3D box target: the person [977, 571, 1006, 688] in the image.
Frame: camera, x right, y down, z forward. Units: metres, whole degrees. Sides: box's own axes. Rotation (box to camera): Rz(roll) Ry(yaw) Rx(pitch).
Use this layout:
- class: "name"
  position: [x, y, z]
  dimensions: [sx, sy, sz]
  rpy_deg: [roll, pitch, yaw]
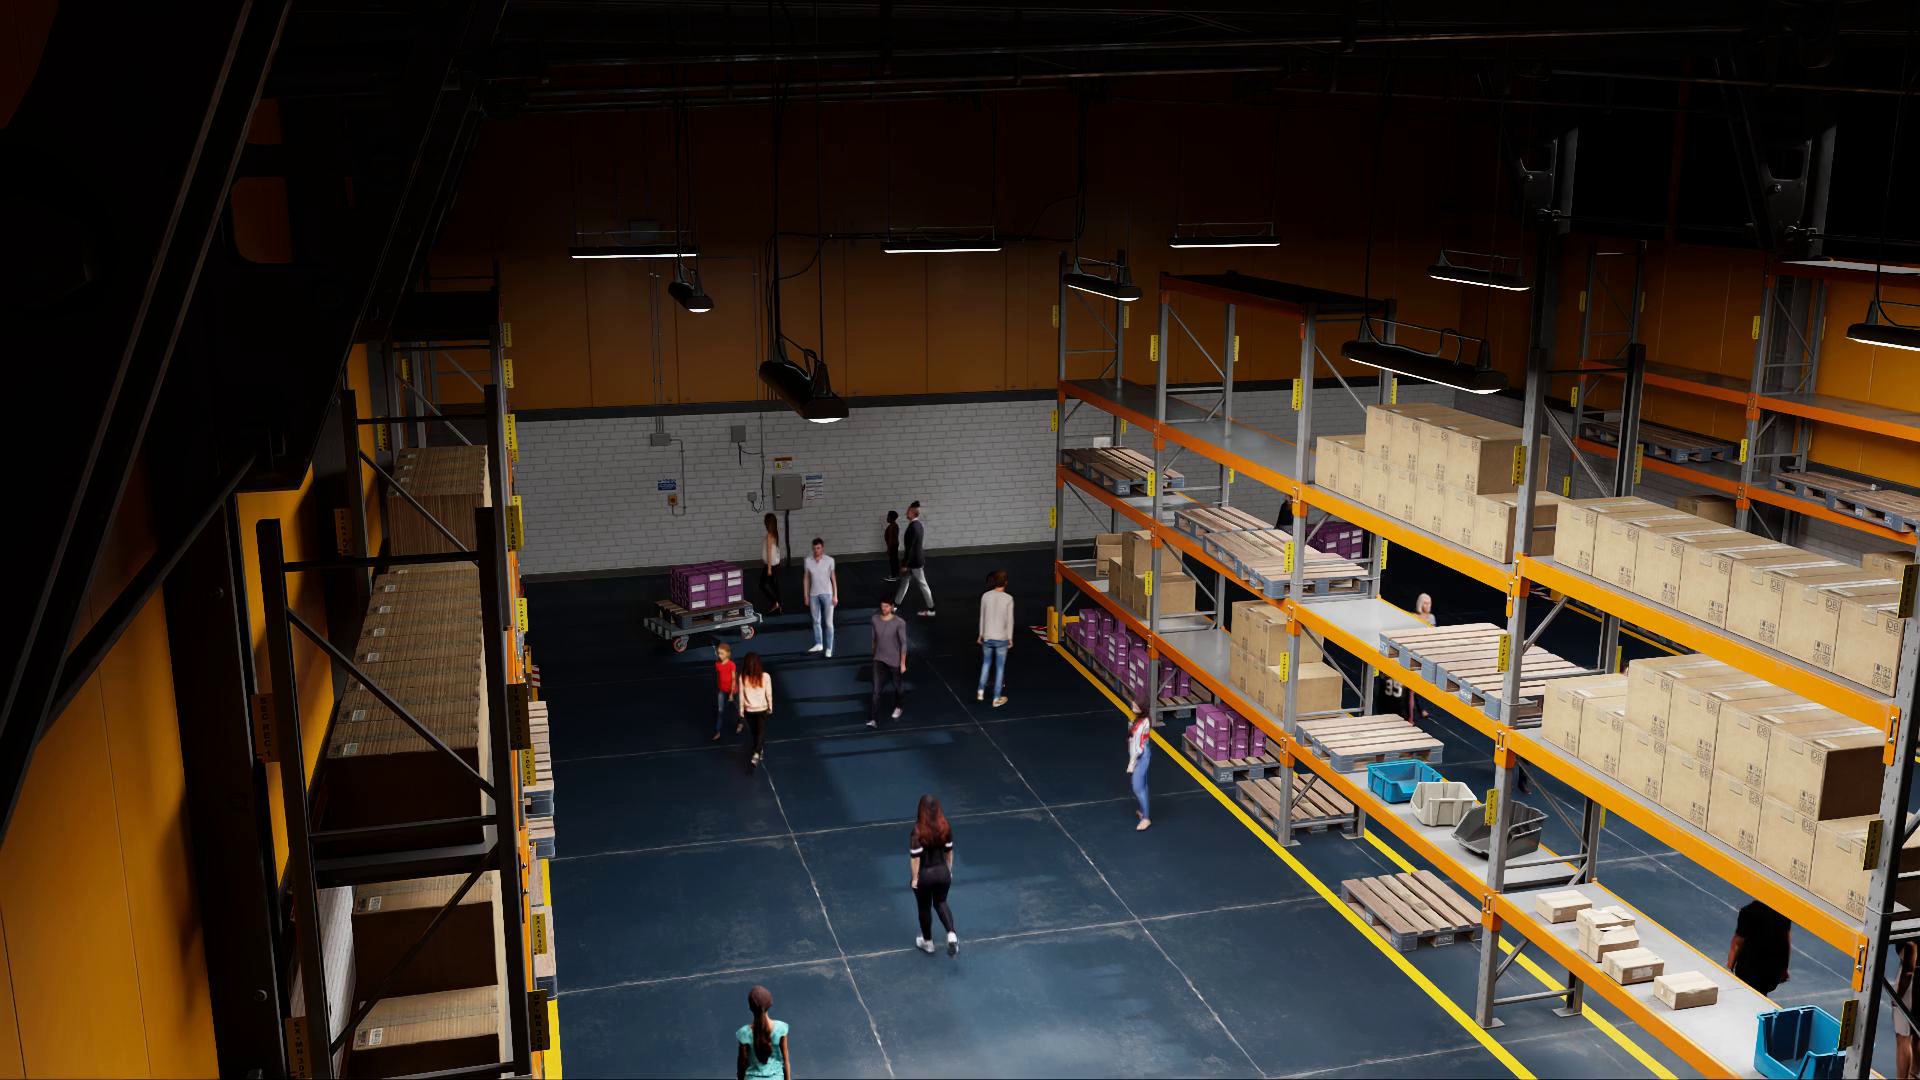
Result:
- class: "person"
  position: [0.470, 1.256, 23.673]
  dimensions: [0.655, 1.675, 0.637]
  rpy_deg: [0, 14, 2]

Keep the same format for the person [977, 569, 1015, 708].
- class: "person"
  position: [0.479, 1.356, 22.828]
  dimensions: [0.822, 1.878, 0.863]
  rpy_deg: [5, 14, 20]

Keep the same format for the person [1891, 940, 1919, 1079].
- class: "person"
  position: [7.703, 3.673, 13.432]
  dimensions: [0.622, 1.796, 0.571]
  rpy_deg: [-7, 15, -28]

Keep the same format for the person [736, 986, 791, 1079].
- class: "person"
  position: [-1.430, 4.071, 12.329]
  dimensions: [0.549, 1.542, 0.700]
  rpy_deg: [-4, 14, -16]

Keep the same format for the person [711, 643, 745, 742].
- class: "person"
  position: [-2.975, 1.956, 21.629]
  dimensions: [0.793, 1.275, 0.964]
  rpy_deg: [4, 14, 17]

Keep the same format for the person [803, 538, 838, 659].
- class: "person"
  position: [-2.087, 0.836, 25.073]
  dimensions: [0.826, 1.832, 0.892]
  rpy_deg: [3, 14, 13]

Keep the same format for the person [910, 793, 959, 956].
- class: "person"
  position: [-0.235, 3.203, 15.732]
  dimensions: [0.747, 1.627, 0.968]
  rpy_deg: [-8, 16, -30]

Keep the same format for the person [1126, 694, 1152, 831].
- class: "person"
  position: [2.069, 2.453, 18.897]
  dimensions: [0.820, 1.595, 0.637]
  rpy_deg: [6, 15, 22]

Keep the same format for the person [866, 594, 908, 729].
- class: "person"
  position: [-0.917, 1.579, 22.086]
  dimensions: [1.124, 1.793, 1.340]
  rpy_deg: [4, 14, 17]

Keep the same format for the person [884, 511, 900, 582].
- class: "person"
  position: [-1.187, 0.093, 29.370]
  dimensions: [0.653, 1.254, 0.561]
  rpy_deg: [5, 14, 19]

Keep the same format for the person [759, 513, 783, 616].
- class: "person"
  position: [-2.983, 0.416, 27.064]
  dimensions: [0.748, 1.712, 0.640]
  rpy_deg: [2, 14, 10]

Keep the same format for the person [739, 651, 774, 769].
- class: "person"
  position: [-2.524, 2.118, 20.578]
  dimensions: [0.785, 1.456, 1.017]
  rpy_deg: [1, 14, 6]

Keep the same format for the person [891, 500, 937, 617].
- class: "person"
  position: [-0.635, 0.337, 26.972]
  dimensions: [1.064, 1.907, 1.218]
  rpy_deg: [1, 14, 5]
